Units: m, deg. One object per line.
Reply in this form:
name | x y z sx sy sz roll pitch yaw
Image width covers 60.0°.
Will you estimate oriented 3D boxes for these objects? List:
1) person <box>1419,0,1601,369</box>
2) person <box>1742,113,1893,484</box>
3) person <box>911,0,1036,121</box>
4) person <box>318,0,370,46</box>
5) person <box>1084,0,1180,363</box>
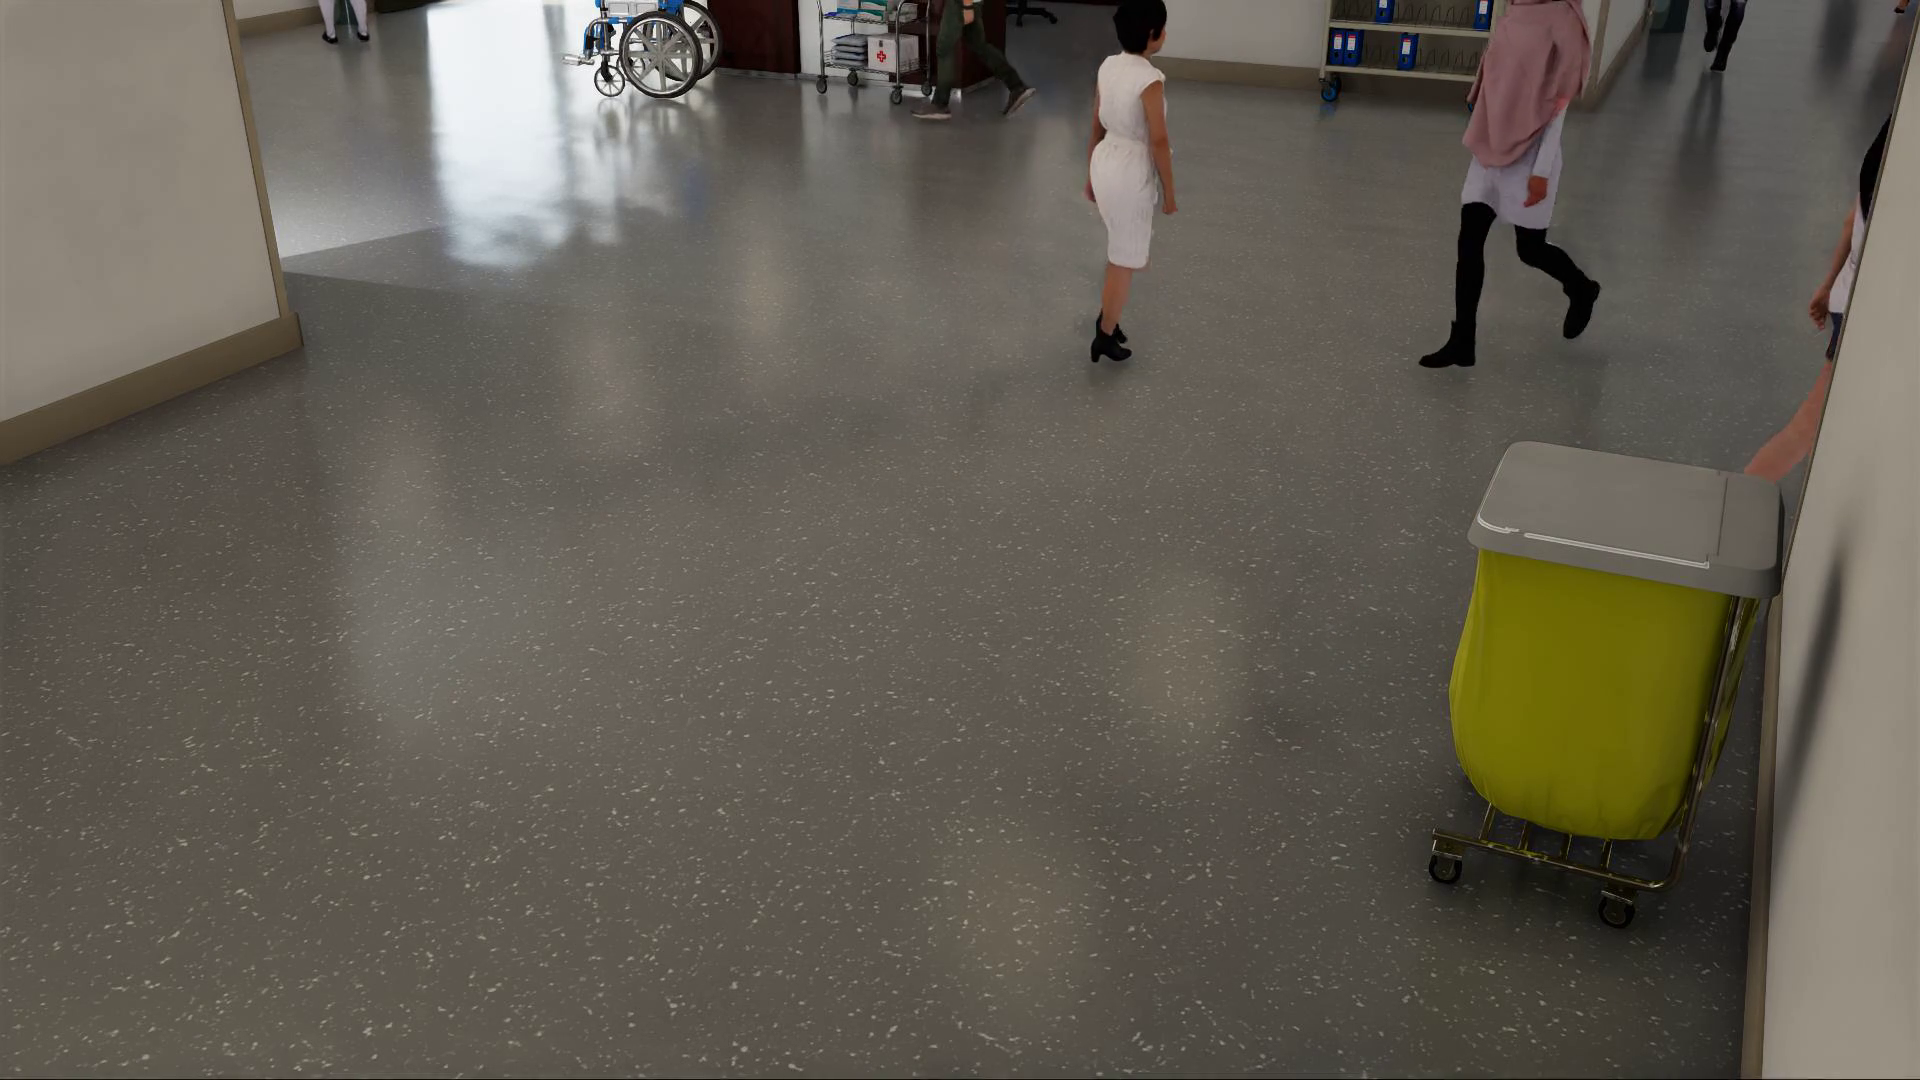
person | 2.389 -1.559 6.883 1.115 1.772 1.127 -12 28 -23
person | 2.776 -0.675 5.199 1.177 1.643 0.891 1 26 1
person | 0.124 -3.723 11.542 1.177 1.624 0.852 2 26 5
person | -5.539 -5.322 14.607 0.767 1.841 0.792 -14 29 -26
person | 0.633 -1.476 6.976 0.763 1.541 0.686 -16 30 -30
